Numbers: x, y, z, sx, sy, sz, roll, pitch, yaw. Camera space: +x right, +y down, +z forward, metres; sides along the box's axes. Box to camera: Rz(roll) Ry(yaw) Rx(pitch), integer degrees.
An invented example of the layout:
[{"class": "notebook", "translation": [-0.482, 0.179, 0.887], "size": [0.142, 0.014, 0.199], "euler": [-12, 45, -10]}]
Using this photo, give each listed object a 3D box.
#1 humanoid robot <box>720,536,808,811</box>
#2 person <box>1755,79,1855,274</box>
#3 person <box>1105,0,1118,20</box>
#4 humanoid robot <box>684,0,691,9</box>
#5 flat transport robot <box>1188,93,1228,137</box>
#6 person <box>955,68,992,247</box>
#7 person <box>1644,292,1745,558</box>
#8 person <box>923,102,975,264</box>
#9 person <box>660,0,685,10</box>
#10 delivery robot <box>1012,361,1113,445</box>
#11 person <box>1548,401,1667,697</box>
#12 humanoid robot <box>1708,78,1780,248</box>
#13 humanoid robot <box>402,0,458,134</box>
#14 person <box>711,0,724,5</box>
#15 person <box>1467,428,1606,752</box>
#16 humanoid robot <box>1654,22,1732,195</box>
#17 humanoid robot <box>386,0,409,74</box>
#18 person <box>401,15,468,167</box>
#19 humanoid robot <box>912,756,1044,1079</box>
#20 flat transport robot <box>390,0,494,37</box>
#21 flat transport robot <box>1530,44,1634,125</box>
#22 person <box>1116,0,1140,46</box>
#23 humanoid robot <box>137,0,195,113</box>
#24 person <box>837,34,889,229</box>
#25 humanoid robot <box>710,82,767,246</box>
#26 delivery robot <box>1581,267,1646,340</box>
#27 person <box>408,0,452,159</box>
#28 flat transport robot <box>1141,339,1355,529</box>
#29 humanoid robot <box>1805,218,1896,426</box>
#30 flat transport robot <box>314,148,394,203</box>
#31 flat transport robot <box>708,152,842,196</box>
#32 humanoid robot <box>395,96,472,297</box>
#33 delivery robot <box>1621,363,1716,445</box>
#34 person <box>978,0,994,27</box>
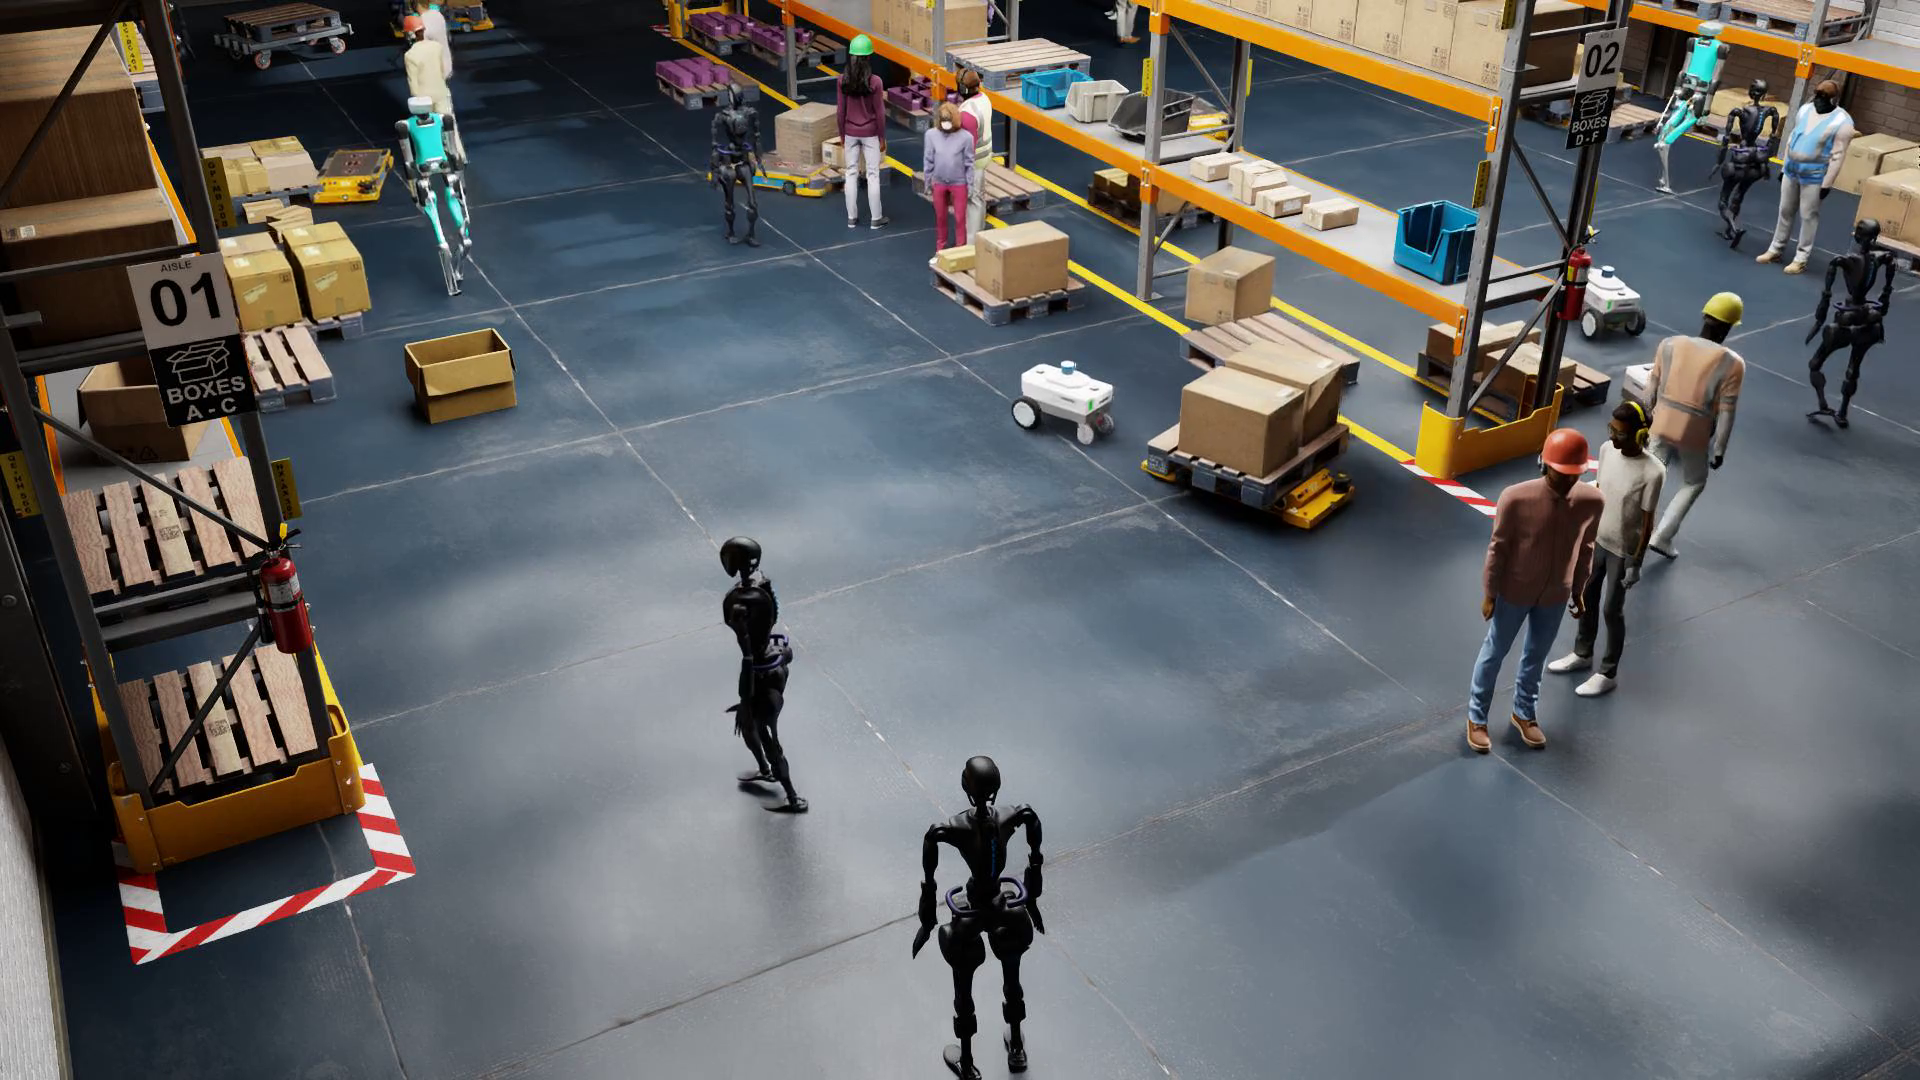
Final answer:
[{"class": "humanoid robot", "translation": [-1.047, 0.726, 8.740], "size": [0.440, 1.644, 0.593], "euler": [3, 30, 4]}, {"class": "person", "translation": [8.088, -3.479, 15.891], "size": [0.429, 1.838, 0.626], "euler": [-12, 32, -20]}, {"class": "person", "translation": [2.409, -8.895, 25.316], "size": [0.316, 1.840, 0.519], "euler": [-3, 30, -5]}, {"class": "humanoid robot", "translation": [-4.257, -8.627, 25.037], "size": [0.793, 1.859, 0.533], "euler": [-9, 31, -15]}, {"class": "flat transport robot", "translation": [2.812, -5.247, 20.544], "size": [0.659, 0.231, 1.431], "euler": [-9, 31, -16]}, {"class": "person", "translation": [0.087, -3.673, 16.230], "size": [0.431, 1.840, 0.620], "euler": [7, 31, 12]}, {"class": "person", "translation": [4.822, -0.736, 11.053], "size": [0.619, 1.897, 0.453], "euler": [26, 39, 38]}, {"class": "person", "translation": [-0.109, -3.396, 15.968], "size": [0.503, 1.618, 0.441], "euler": [8, 31, 14]}, {"class": "person", "translation": [-4.558, -9.189, 25.915], "size": [0.572, 1.748, 0.341], "euler": [-9, 31, -15]}, {"class": "delivery robot", "translation": [0.824, -1.113, 13.066], "size": [0.801, 0.600, 0.499], "euler": [22, 36, 33]}, {"class": "person", "translation": [3.807, 0.044, 9.746], "size": [0.346, 1.856, 0.521], "euler": [-12, 32, -19]}, {"class": "humanoid robot", "translation": [7.831, -3.739, 16.518], "size": [0.615, 1.630, 0.623], "euler": [-3, 30, -5]}, {"class": "humanoid robot", "translation": [-6.318, -5.718, 19.880], "size": [0.532, 1.749, 0.776], "euler": [-12, 32, -20]}, {"class": "person", "translation": [-4.098, -9.382, 26.291], "size": [0.728, 1.715, 0.881], "euler": [-26, 39, -37]}, {"class": "person", "translation": [3.185, 0.280, 9.192], "size": [0.611, 1.995, 0.389], "euler": [-2, 30, -4]}, {"class": "humanoid robot", "translation": [7.789, -4.675, 18.069], "size": [0.878, 1.772, 0.586], "euler": [-13, 32, -22]}, {"class": "humanoid robot", "translation": [-7.574, -7.121, 22.390], "size": [0.443, 1.646, 0.598], "euler": [-17, 34, -27]}, {"class": "person", "translation": [-5.964, -5.024, 18.717], "size": [0.795, 1.722, 0.567], "euler": [18, 35, 28]}, {"class": "humanoid robot", "translation": [0.091, 1.628, 7.147], "size": [0.599, 1.657, 0.315], "euler": [-9, 31, -15]}, {"class": "flat transport robot", "translation": [-7.763, -7.747, 24.895], "size": [1.431, 0.231, 0.659], "euler": [-12, 32, -19]}, {"class": "flat transport robot", "translation": [7.519, -5.458, 20.912], "size": [0.659, 0.231, 1.431], "euler": [-15, 33, -25]}, {"class": "person", "translation": [2.413, -7.996, 23.737], "size": [0.646, 1.856, 0.638], "euler": [13, 33, 22]}, {"class": "humanoid robot", "translation": [-9.863, -6.135, 20.672], "size": [0.600, 1.644, 0.388], "euler": [-15, 33, -24]}, {"class": "person", "translation": [-0.998, -4.139, 16.929], "size": [0.498, 1.949, 0.426], "euler": [7, 31, 12]}, {"class": "humanoid robot", "translation": [-2.212, -3.730, 16.493], "size": [0.612, 1.638, 0.448], "euler": [-19, 35, -29]}, {"class": "delivery robot", "translation": [5.737, -2.148, 14.849], "size": [0.499, 0.583, 0.774], "euler": [-6, 30, -10]}, {"class": "person", "translation": [-6.125, -5.335, 19.037], "size": [0.609, 1.921, 0.668], "euler": [1, 30, 2]}, {"class": "flat transport robot", "translation": [2.113, -0.490, 12.263], "size": [1.431, 0.231, 0.659], "euler": [22, 37, 34]}, {"class": "humanoid robot", "translation": [6.939, -1.688, 12.928], "size": [0.589, 1.644, 0.348], "euler": [-2, 30, -4]}, {"class": "flat transport robot", "translation": [-6.725, -4.056, 18.471], "size": [0.659, 0.231, 1.431], "euler": [-5, 30, -8]}, {"class": "flat transport robot", "translation": [-2.024, -4.082, 18.515], "size": [1.431, 0.231, 0.659], "euler": [13, 32, 22]}, {"class": "humanoid robot", "translation": [-4.788, -3.114, 15.452], "size": [0.550, 1.876, 0.820], "euler": [-15, 33, -24]}, {"class": "delivery robot", "translation": [5.517, -1.071, 13.002], "size": [0.517, 0.609, 0.781], "euler": [-8, 31, -13]}, {"class": "person", "translation": [0.135, -6.796, 21.598], "size": [0.653, 1.906, 0.410], "euler": [-17, 34, -27]}]
